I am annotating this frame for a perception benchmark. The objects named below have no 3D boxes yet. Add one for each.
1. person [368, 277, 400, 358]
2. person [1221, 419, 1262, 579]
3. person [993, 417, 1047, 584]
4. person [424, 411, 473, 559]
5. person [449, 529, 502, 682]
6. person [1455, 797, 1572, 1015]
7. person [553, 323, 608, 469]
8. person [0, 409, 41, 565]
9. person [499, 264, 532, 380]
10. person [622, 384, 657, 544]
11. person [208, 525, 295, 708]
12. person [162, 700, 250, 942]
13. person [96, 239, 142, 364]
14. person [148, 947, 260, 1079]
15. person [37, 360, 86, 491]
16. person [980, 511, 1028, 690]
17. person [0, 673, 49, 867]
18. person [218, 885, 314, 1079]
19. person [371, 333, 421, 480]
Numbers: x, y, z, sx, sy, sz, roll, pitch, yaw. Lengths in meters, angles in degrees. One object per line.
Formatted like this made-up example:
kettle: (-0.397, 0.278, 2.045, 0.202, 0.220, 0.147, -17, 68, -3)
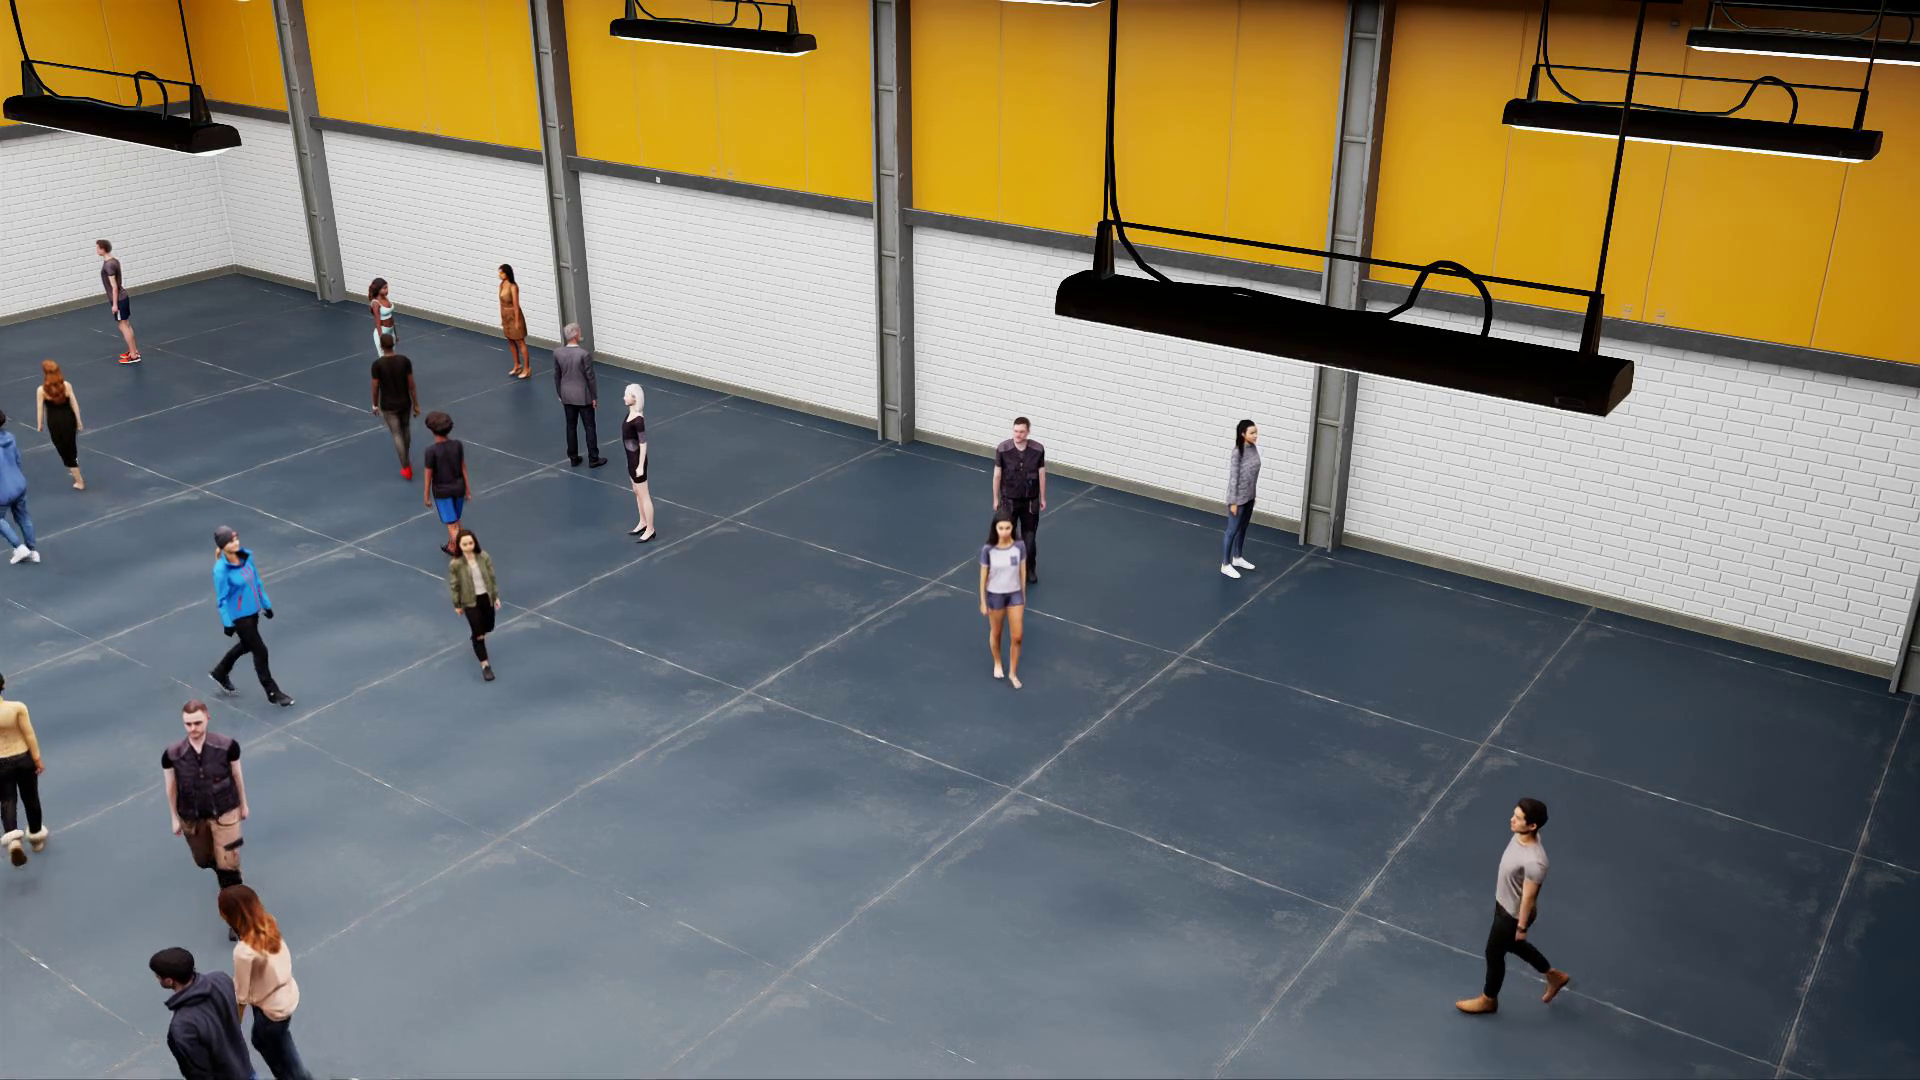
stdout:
person: (-8.026, -2.828, 23.223, 0.652, 1.723, 0.644, 5, 24, 10)
person: (3.015, -0.473, 17.823, 0.541, 1.732, 0.626, 19, 30, 36)
person: (0.631, -0.433, 17.592, 0.762, 1.845, 0.866, -1, 24, -2)
person: (-5.449, -0.492, 17.823, 0.739, 1.768, 1.034, -22, 32, -40)
person: (-4.601, 0.564, 15.795, 0.780, 1.457, 1.008, -16, 28, -32)
person: (3.803, 2.464, 11.140, 1.058, 1.704, 0.842, 4, 24, 9)
person: (-4.767, -1.806, 20.745, 0.667, 1.835, 0.838, 7, 25, 15)
person: (-10.233, -0.566, 17.957, 0.743, 1.797, 0.766, 6, 24, 13)
person: (-6.460, -3.173, 24.058, 0.486, 1.686, 0.630, 19, 30, 37)
person: (-3.607, -0.871, 18.613, 0.718, 1.830, 0.596, -11, 26, -24)
person: (-6.584, 0.687, 15.131, 1.214, 1.764, 0.884, 6, 24, 13)
person: (-5.476, 1.958, 12.166, 1.129, 1.809, 1.231, -6, 24, -14)
person: (-12.526, -3.566, 24.749, 0.792, 1.851, 0.690, -8, 25, -17)
person: (-4.110, 3.109, 9.490, 1.330, 1.843, 1.042, 5, 24, 12)
person: (-10.762, -1.360, 20.009, 0.782, 1.607, 0.577, 17, 29, 33)
person: (0.400, 0.501, 15.614, 0.833, 1.718, 0.886, -3, 24, -7)
person: (-7.321, 1.760, 12.823, 0.862, 1.646, 0.998, -9, 25, -20)
person: (-4.097, 2.862, 10.145, 0.819, 1.772, 0.764, -1, 24, -2)
person: (-6.886, -1.610, 20.378, 0.966, 1.769, 1.197, -14, 27, -29)
